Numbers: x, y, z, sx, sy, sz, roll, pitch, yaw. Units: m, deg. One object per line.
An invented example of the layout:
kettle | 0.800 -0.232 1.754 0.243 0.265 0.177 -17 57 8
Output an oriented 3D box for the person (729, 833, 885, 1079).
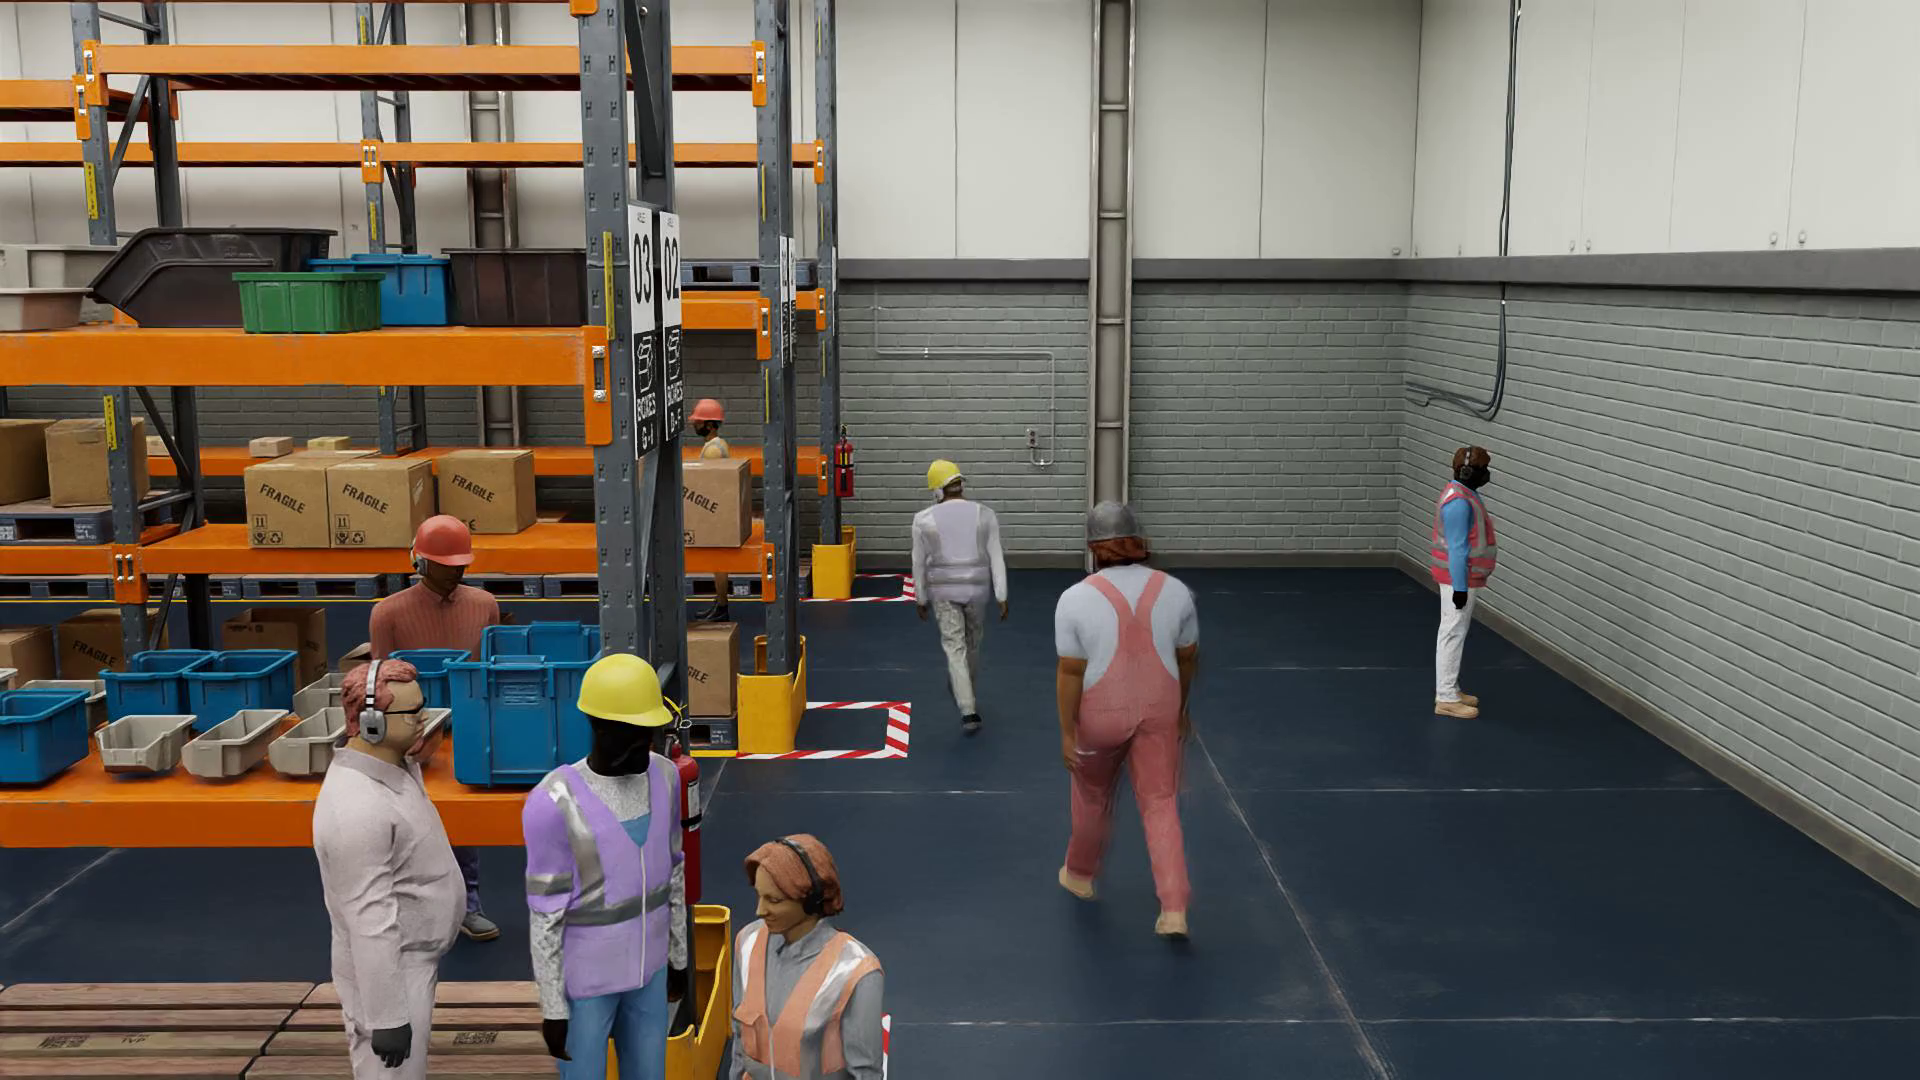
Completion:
person | -0.389 1.536 4.262 0.524 1.631 0.316 8 12 39

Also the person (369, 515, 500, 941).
person | -2.277 0.862 7.358 0.601 1.977 0.434 -8 12 -41

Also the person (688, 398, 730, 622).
person | -2.122 -0.234 14.166 0.354 1.942 0.545 -1 9 -6

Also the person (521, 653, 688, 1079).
person | -1.023 1.275 4.995 0.396 1.917 0.594 7 12 37

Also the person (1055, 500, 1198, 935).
person | 0.767 0.774 7.680 0.695 2.000 1.026 -2 9 -13

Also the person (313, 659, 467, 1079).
person | -1.670 1.286 4.951 0.408 1.906 0.652 -3 10 -16

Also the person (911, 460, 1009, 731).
person | -0.003 0.352 11.133 0.641 1.758 0.954 -1 9 -9

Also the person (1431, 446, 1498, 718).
person | 3.436 0.274 11.356 0.429 1.842 0.632 3 10 18
